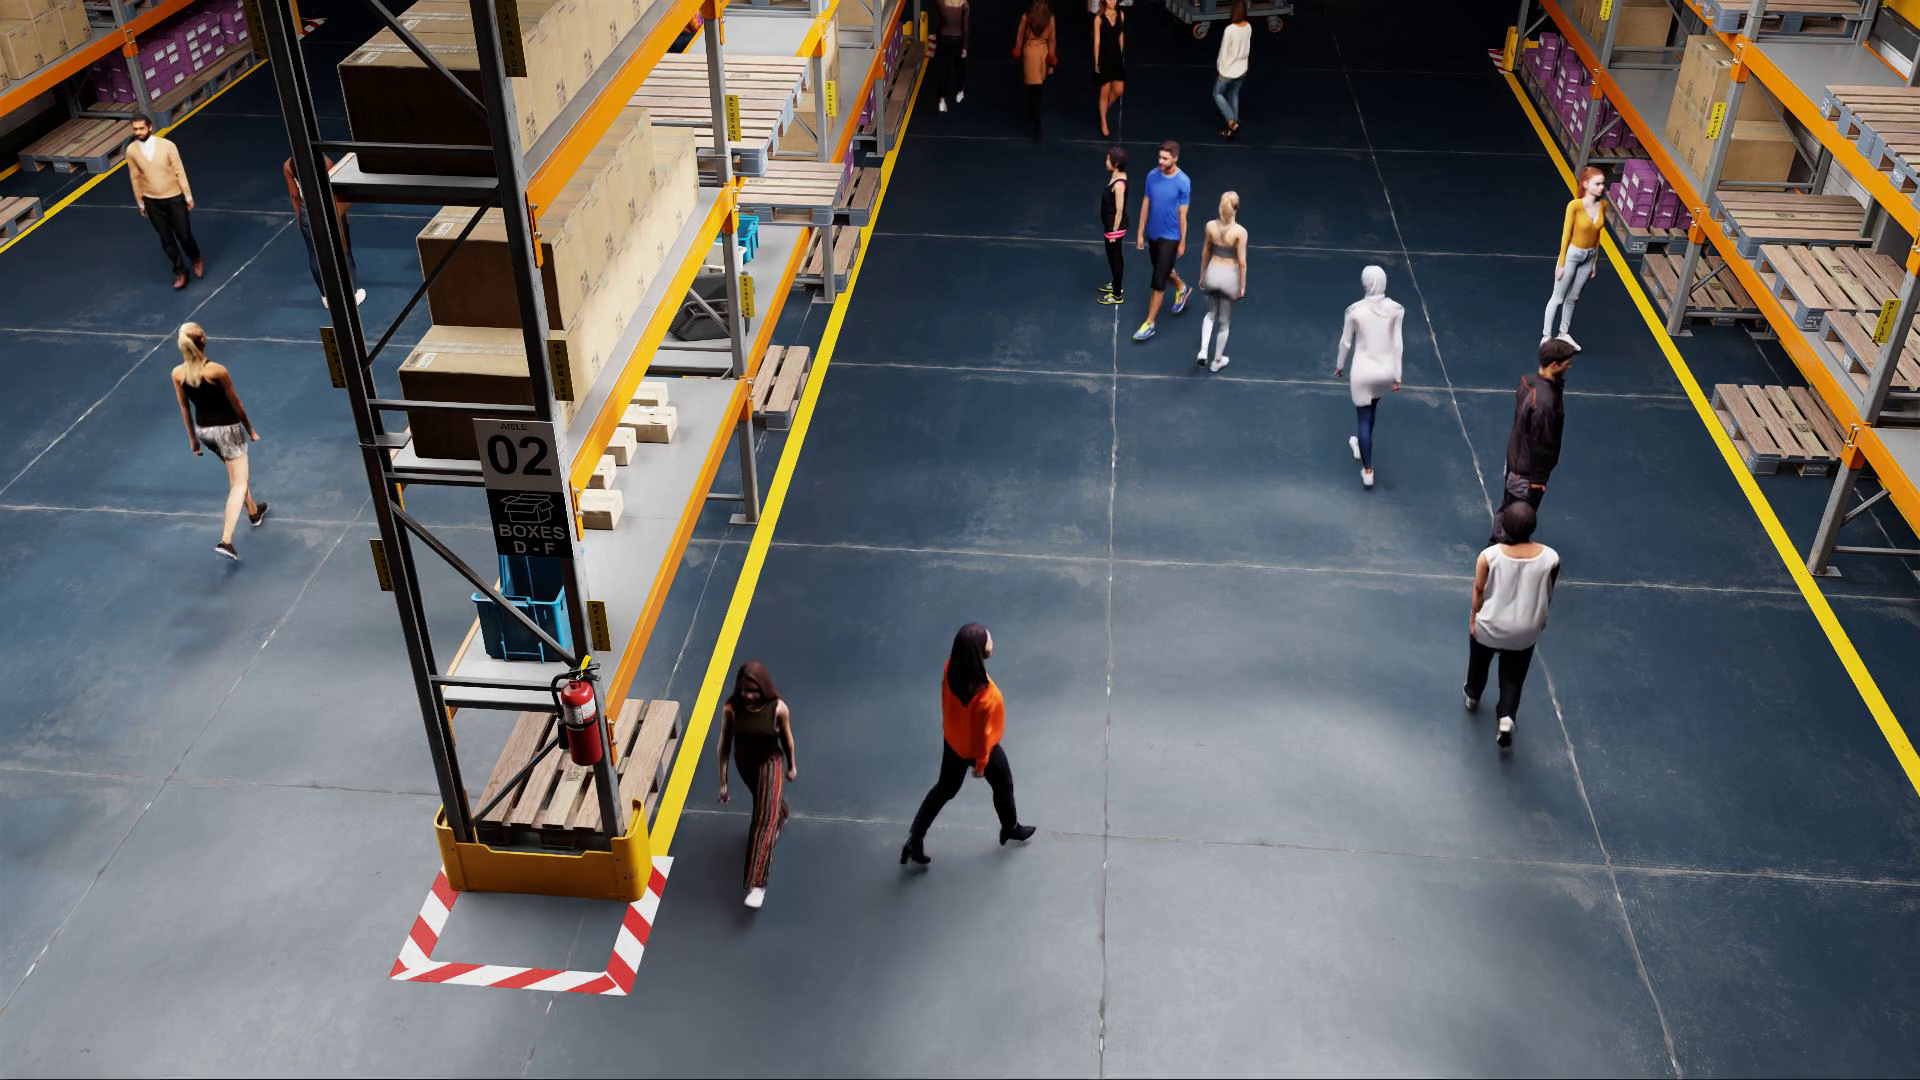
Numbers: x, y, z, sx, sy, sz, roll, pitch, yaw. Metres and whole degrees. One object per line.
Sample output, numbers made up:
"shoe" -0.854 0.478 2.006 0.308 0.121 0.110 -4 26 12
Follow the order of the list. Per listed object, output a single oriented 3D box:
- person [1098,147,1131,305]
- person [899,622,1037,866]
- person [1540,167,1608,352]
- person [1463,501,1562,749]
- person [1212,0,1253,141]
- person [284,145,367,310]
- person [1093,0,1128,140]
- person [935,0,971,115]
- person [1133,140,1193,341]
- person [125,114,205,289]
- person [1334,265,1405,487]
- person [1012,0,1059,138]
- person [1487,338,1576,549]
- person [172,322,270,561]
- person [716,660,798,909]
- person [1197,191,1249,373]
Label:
"person" 1.504 -3.050 16.045 0.608 1.552 0.443 4 34 6
"person" -0.018 1.207 9.497 1.102 1.711 1.119 -20 38 -27
"person" 5.587 -2.536 15.093 0.674 1.750 0.707 -10 35 -15
"person" 3.474 0.533 10.554 0.756 1.662 1.027 7 34 11
"person" 3.277 -5.519 19.653 0.770 1.669 0.822 -22 39 -29
"person" -6.081 -3.079 15.856 0.694 1.809 0.678 -5 34 -7
"person" 1.703 -5.664 19.735 0.745 1.821 0.810 -17 37 -24
"person" -0.137 -6.079 20.500 0.664 1.665 1.143 6 34 8
"person" 1.952 -2.829 15.459 1.102 1.833 1.279 26 42 34
"person" -7.782 -3.356 16.333 0.752 1.743 0.787 -5 34 -7
"person" 3.290 -1.254 13.184 0.657 1.728 0.921 5 34 7
"person" 0.916 -5.639 19.828 0.909 1.675 1.277 -7 34 -10
"person" 4.084 -0.568 11.956 0.748 1.945 0.508 2 34 4
"person" -5.501 -0.732 12.323 0.599 1.811 1.137 4 34 6
"person" -1.138 1.266 9.592 0.623 1.508 1.129 6 34 10
"person" 2.272 -2.241 14.697 0.733 1.696 0.813 19 38 26
